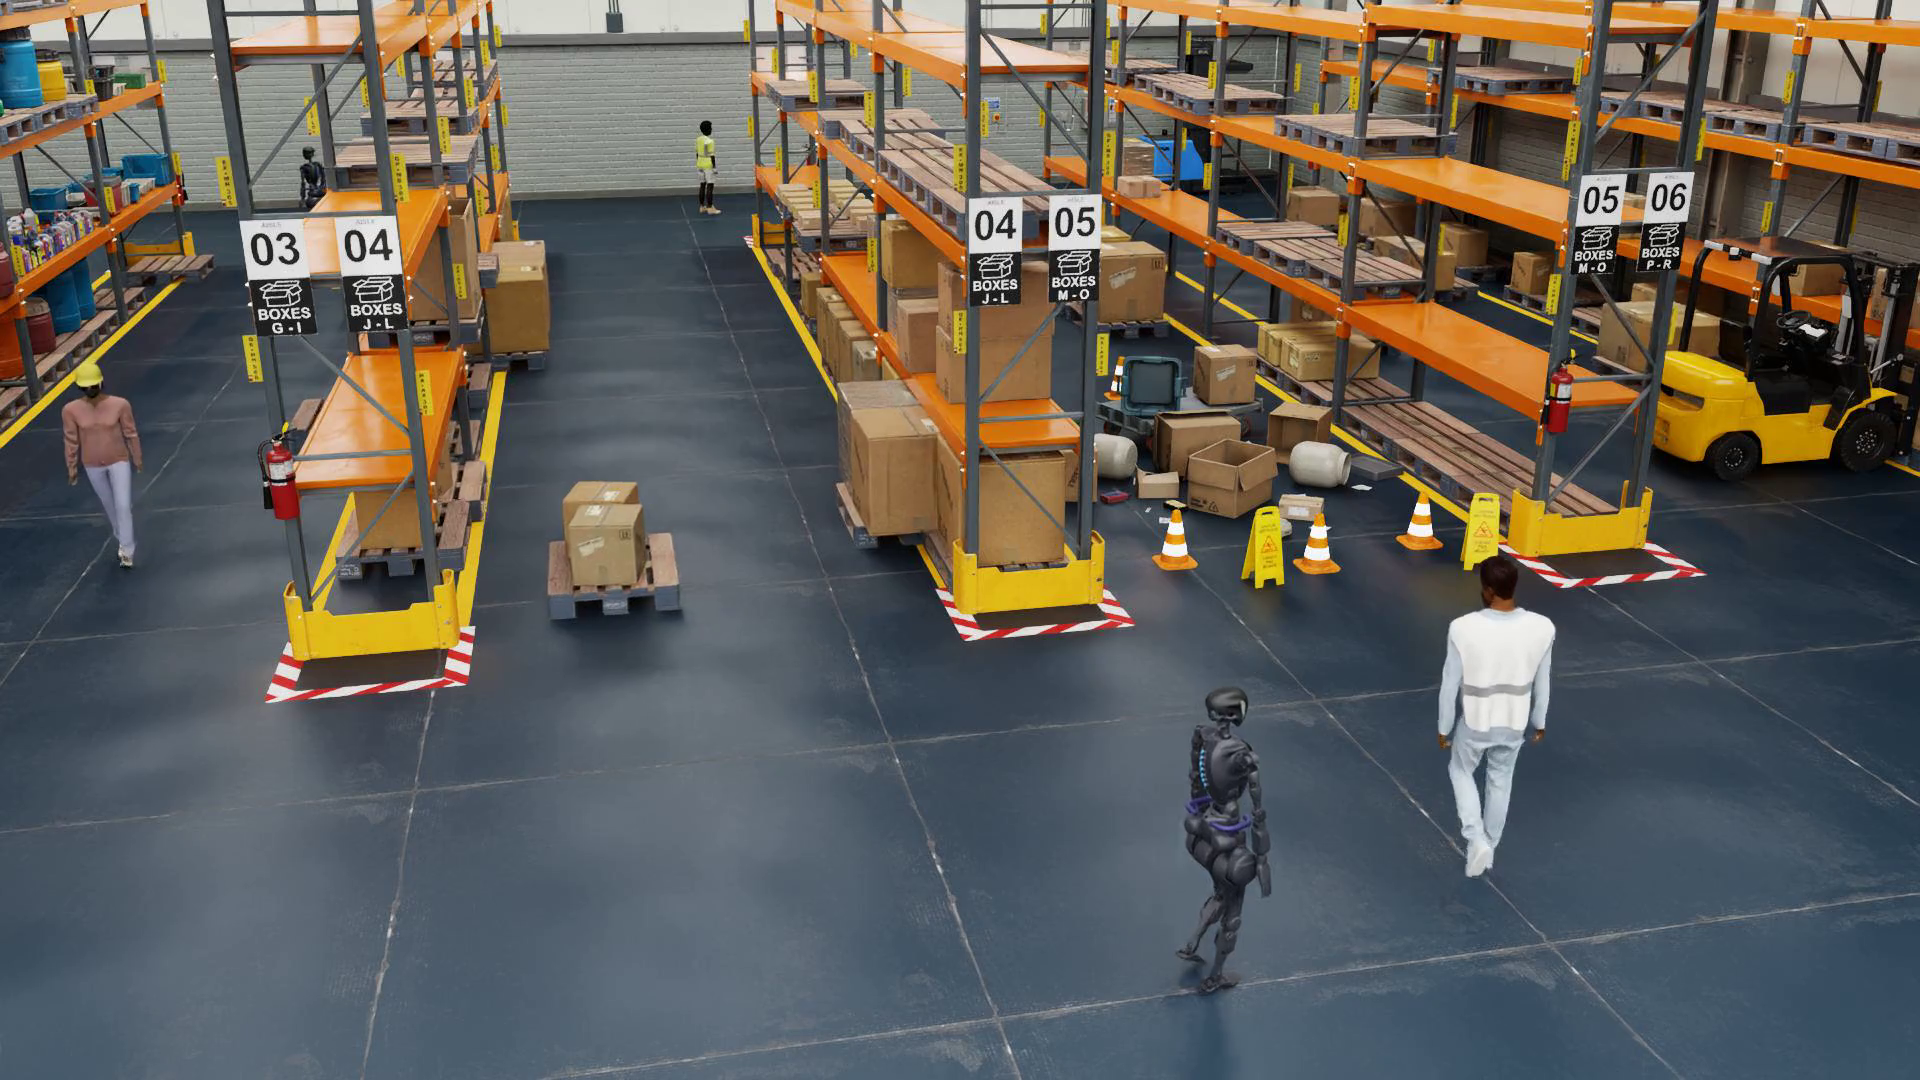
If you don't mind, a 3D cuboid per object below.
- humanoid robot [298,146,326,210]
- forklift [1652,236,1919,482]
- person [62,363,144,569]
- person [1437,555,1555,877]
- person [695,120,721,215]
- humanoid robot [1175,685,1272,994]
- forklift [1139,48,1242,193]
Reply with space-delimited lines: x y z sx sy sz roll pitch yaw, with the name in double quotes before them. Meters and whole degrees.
"humanoid robot" -10.706 -5.683 27.555 0.780 1.630 0.601 7 21 17
"forklift" 8.013 -1.814 16.330 2.313 2.155 1.214 -4 21 -12
"person" -7.064 -0.602 13.711 0.545 1.722 0.881 -5 21 -14
"person" 2.950 0.997 9.182 0.625 1.895 0.560 1 20 2
"person" -4.655 -6.857 30.607 0.319 1.698 0.538 -17 27 -39
"humanoid robot" 1.319 1.473 8.206 0.352 1.646 0.585 -12 23 -29
"forklift" 4.566 -8.313 32.860 1.873 2.768 1.129 -4 21 -12
